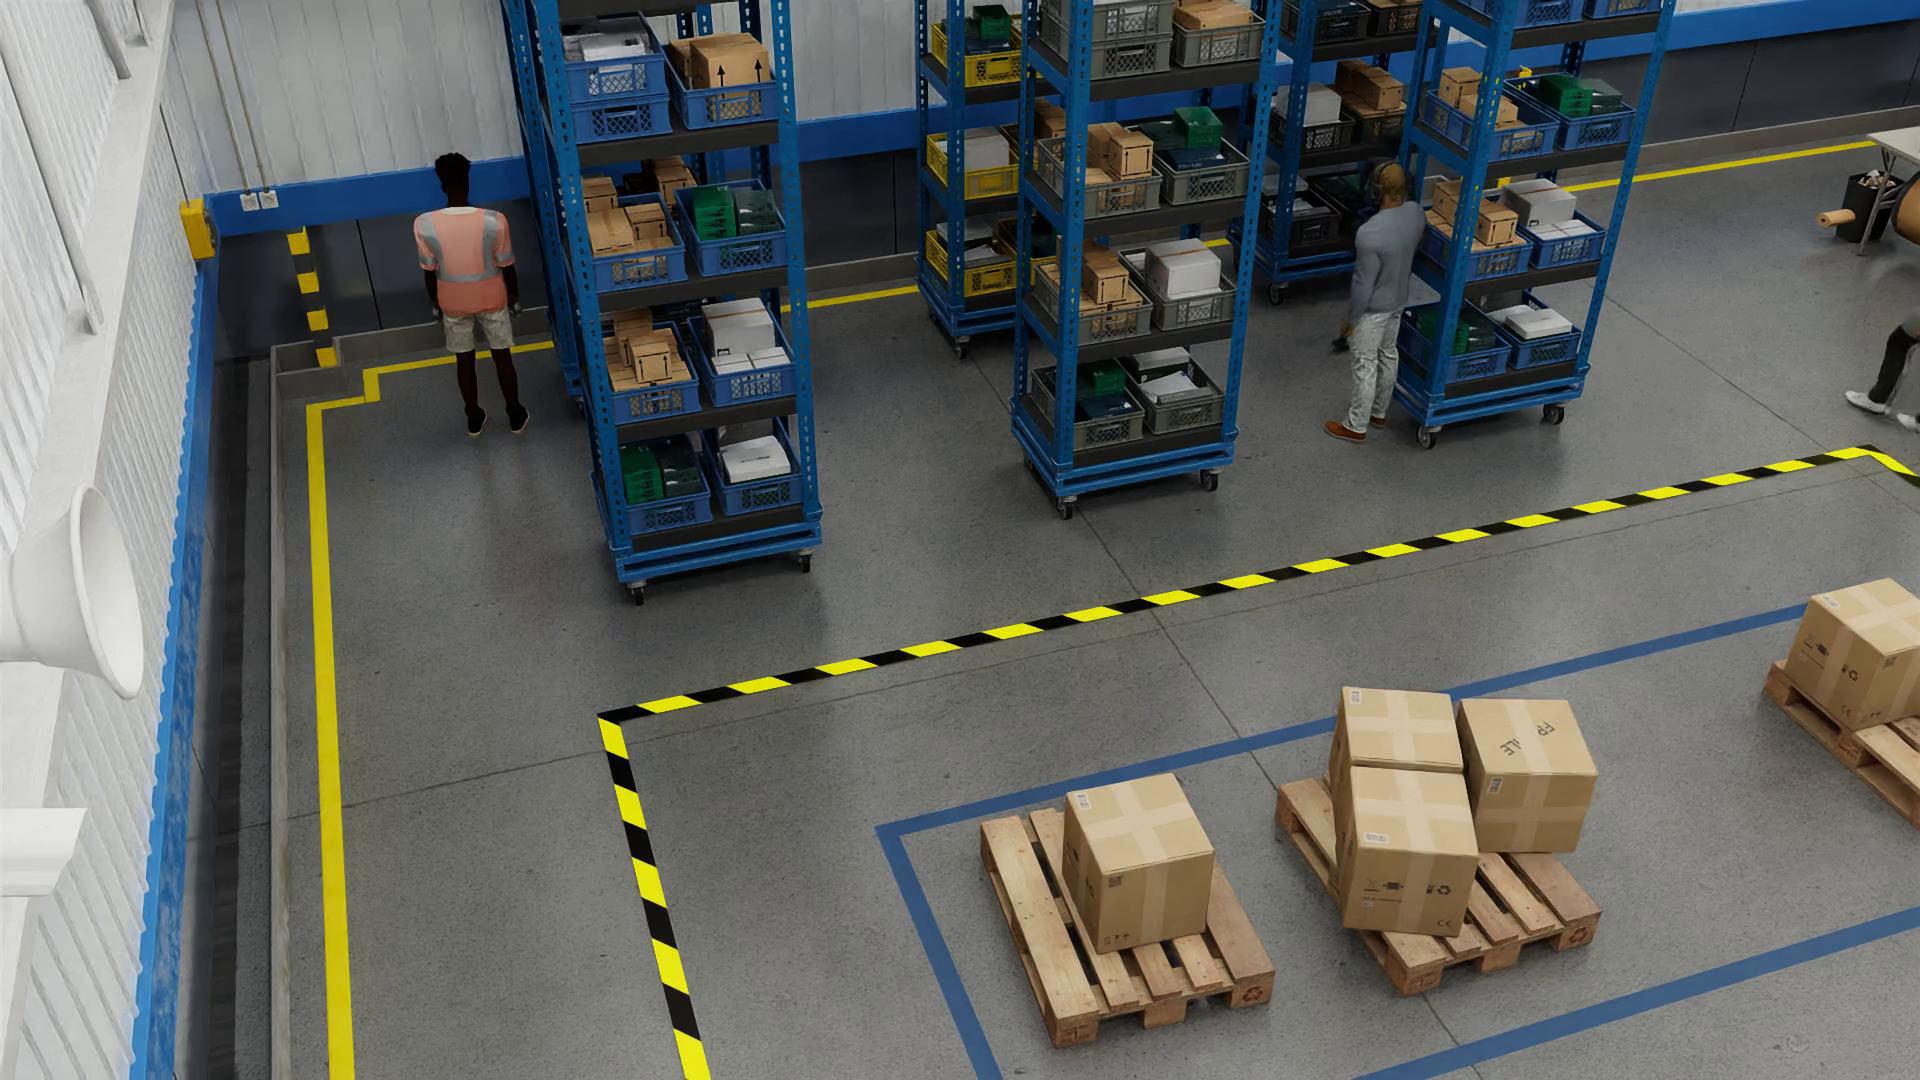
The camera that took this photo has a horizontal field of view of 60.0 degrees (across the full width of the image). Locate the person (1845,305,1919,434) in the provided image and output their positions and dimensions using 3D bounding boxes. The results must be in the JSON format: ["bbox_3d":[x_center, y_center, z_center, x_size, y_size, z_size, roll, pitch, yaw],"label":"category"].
[{"bbox_3d":[6.419,-1.589,10.961,0.594,1.825,0.751,-12,37,-17],"label":"person"}]

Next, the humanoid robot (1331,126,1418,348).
[{"bbox_3d":[3.000,-2.182,11.969,0.762,1.639,0.600,-21,40,-27],"label":"humanoid robot"}]

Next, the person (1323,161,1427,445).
[{"bbox_3d":[2.688,-1.519,10.768,0.627,1.932,0.378,-28,44,-34],"label":"person"}]

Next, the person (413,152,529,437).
[{"bbox_3d":[-3.155,-1.567,10.818,0.596,1.958,0.370,-7,36,-10],"label":"person"}]
